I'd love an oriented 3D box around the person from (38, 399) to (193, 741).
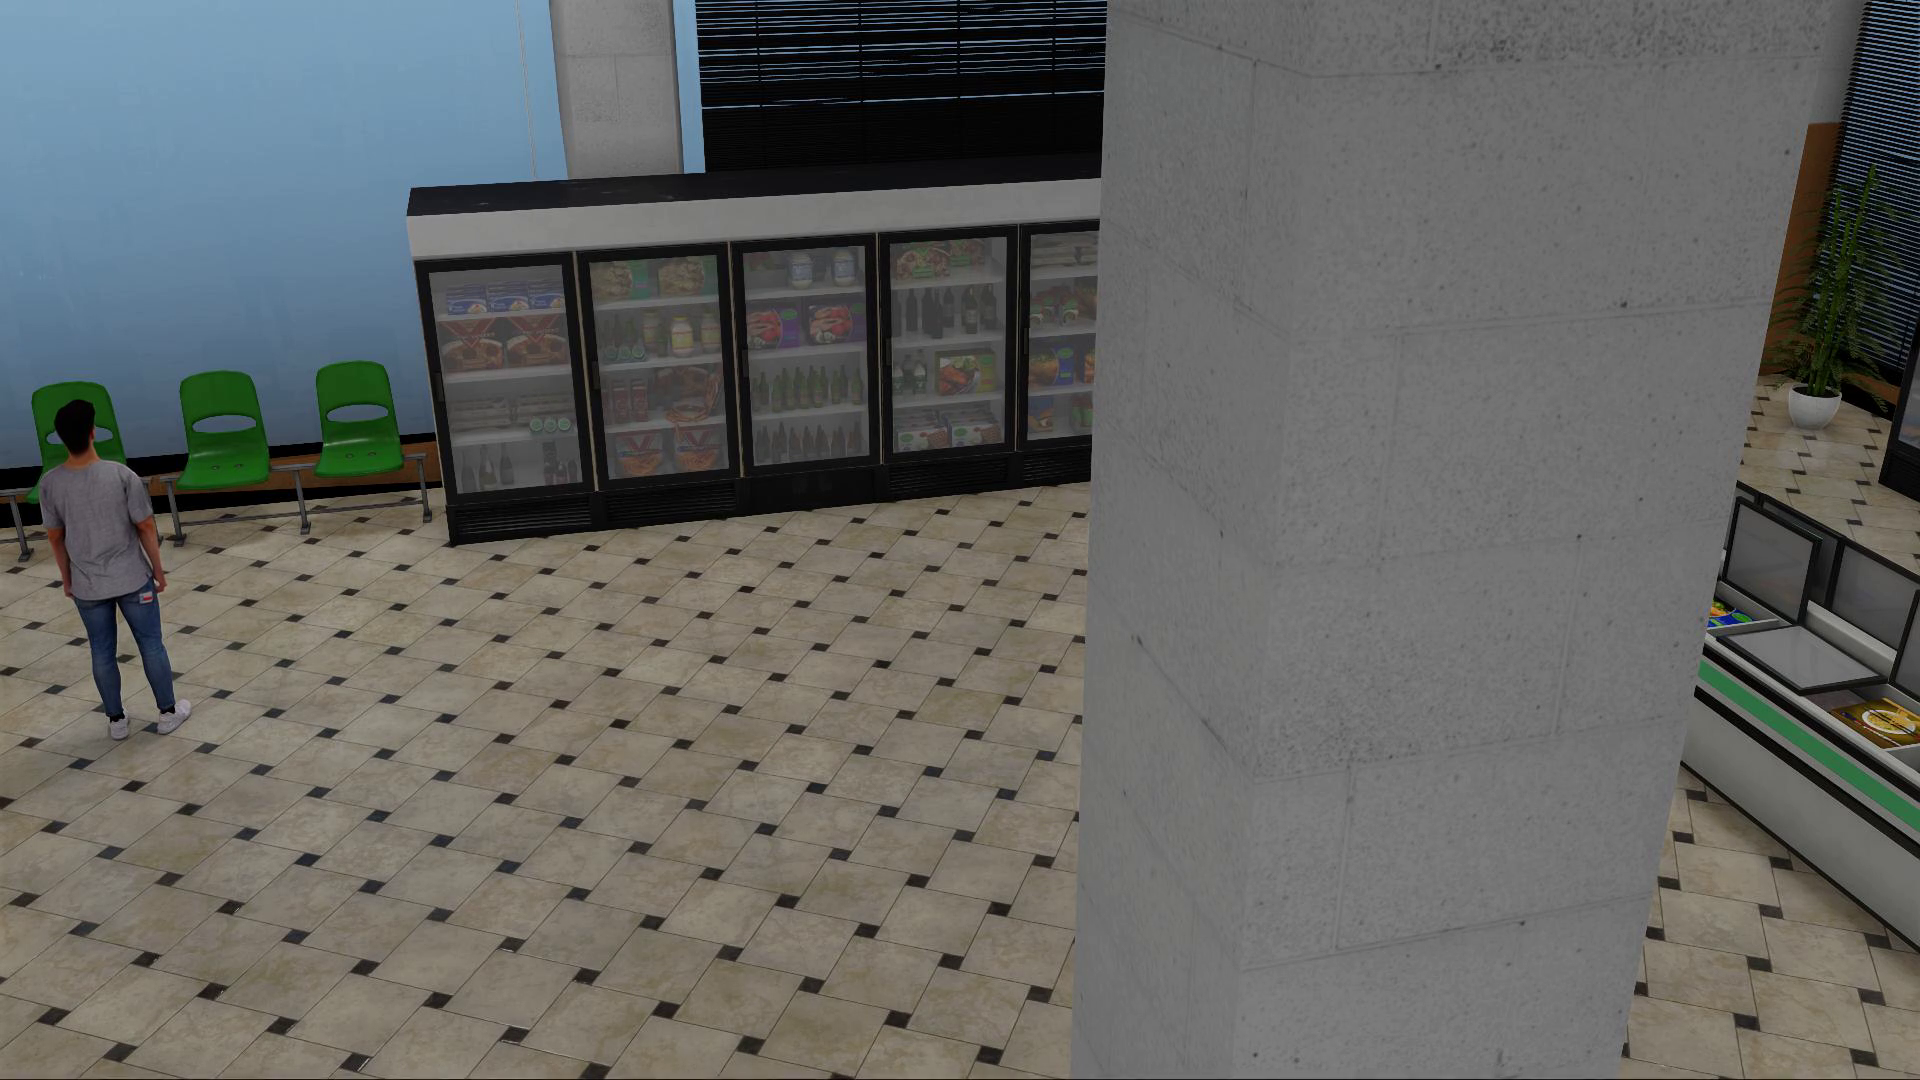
[{"bbox_3d":[-4.536,0.170,8.862,0.665,1.886,0.532,-6,24,-14],"label":"person"}]
